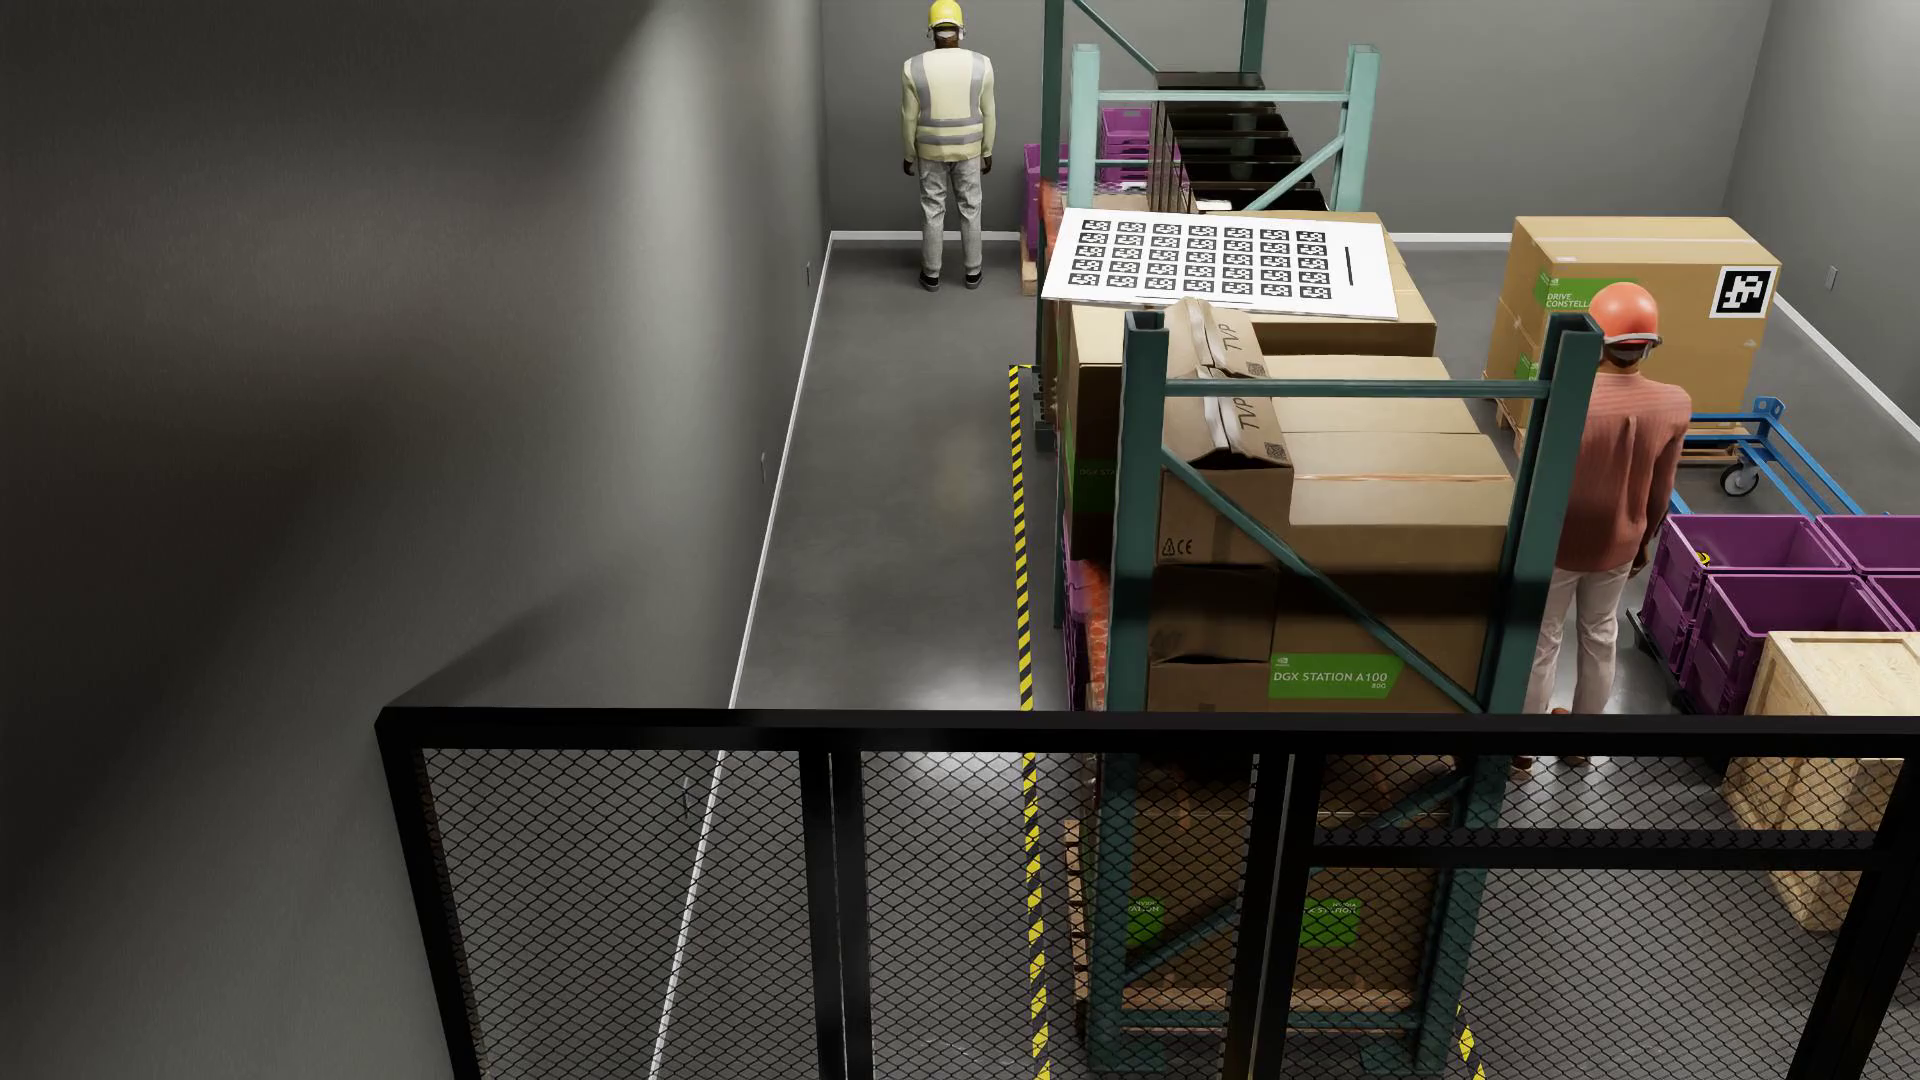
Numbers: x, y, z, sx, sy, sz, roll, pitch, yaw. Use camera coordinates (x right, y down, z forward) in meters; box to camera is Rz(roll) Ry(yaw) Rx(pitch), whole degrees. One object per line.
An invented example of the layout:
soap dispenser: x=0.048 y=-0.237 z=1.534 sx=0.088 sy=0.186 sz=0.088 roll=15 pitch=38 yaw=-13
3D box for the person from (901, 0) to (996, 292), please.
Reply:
person: x=-0.074 y=-2.449 z=10.395 sx=0.588 sy=1.823 sz=0.403 roll=-3 pitch=31 yaw=-5

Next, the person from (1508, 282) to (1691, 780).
person: x=2.297 y=-0.004 z=6.169 sx=0.622 sy=1.990 sz=0.397 roll=-7 pitch=32 yaw=-12
